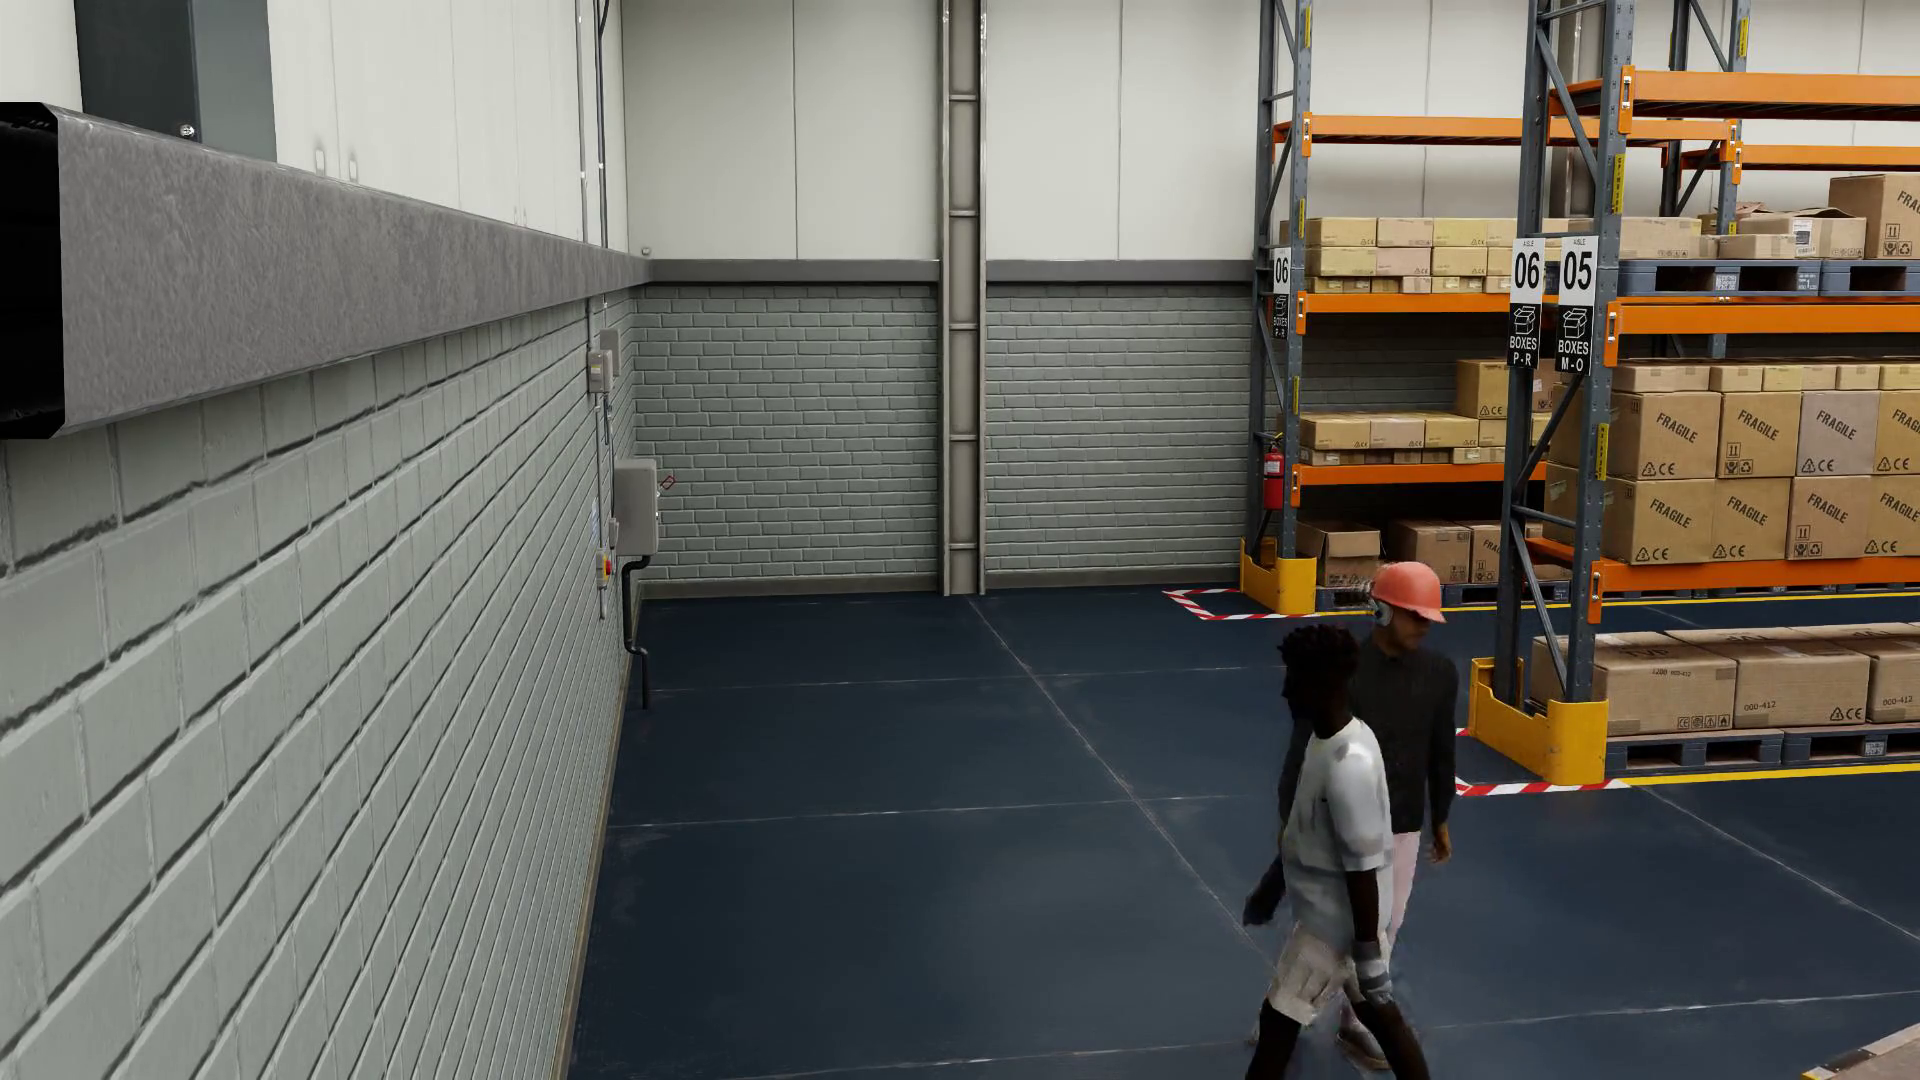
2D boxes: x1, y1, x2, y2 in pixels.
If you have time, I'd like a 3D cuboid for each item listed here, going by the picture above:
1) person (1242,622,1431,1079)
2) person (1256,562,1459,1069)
[{"bbox_3d":[1.204,1.204,5.478,1.006,1.908,0.595,2,10,14],"label":"person"},{"bbox_3d":[1.537,1.040,6.338,0.689,1.966,0.529,-1,9,-9],"label":"person"}]
